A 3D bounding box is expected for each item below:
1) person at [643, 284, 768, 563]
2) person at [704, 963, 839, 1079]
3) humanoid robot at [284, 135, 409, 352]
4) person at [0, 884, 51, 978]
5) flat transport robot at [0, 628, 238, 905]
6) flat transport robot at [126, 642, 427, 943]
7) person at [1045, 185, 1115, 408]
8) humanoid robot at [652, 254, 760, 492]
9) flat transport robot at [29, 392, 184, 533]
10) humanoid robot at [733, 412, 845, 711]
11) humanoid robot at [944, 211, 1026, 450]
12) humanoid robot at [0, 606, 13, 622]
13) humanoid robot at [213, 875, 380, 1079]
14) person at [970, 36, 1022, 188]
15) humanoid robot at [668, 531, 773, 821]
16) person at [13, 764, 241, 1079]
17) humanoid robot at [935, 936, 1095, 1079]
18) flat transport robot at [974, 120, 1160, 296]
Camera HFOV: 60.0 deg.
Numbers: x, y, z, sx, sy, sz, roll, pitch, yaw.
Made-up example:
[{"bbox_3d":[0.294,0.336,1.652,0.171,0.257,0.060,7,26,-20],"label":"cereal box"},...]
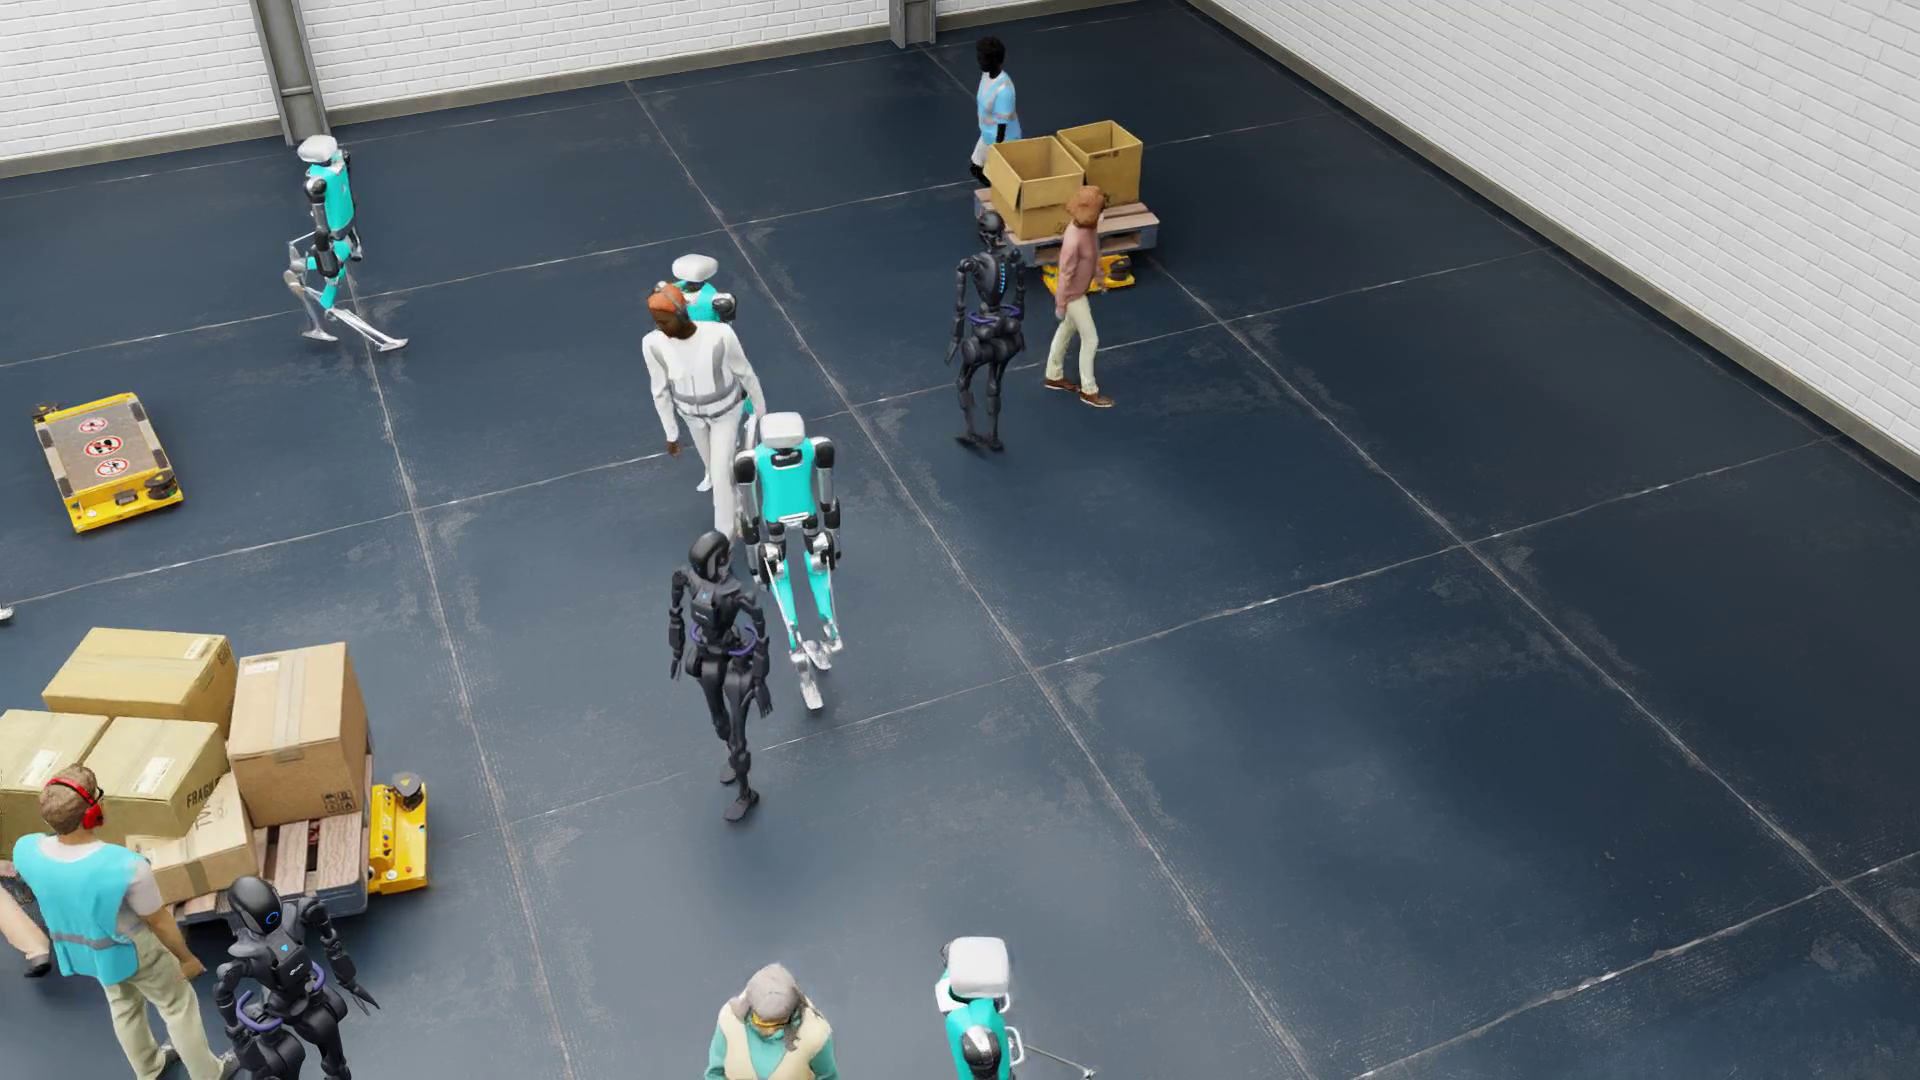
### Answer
[{"bbox_3d":[-1.518,-0.685,9.878,0.654,1.838,0.793,8,38,11],"label":"person"},{"bbox_3d":[-0.698,2.169,6.301,0.472,1.663,0.875,13,39,16],"label":"person"},{"bbox_3d":[-4.535,-2.033,11.727,1.039,1.733,0.557,5,38,6],"label":"humanoid robot"},{"bbox_3d":[-4.509,1.372,7.357,0.663,1.643,0.507,21,42,25],"label":"person"},{"bbox_3d":[-4.002,1.468,8.362,1.431,0.231,0.659,3,38,4],"label":"flat transport robot"},{"bbox_3d":[-3.395,1.557,8.247,1.431,0.231,0.659,-9,38,-11],"label":"flat transport robot"},{"bbox_3d":[0.883,-1.661,11.330,0.666,1.604,0.511,11,39,14],"label":"person"},{"bbox_3d":[-1.499,-1.073,10.444,0.531,1.754,0.698,13,39,16],"label":"humanoid robot"},{"bbox_3d":[-5.665,-0.566,11.011,0.659,0.231,1.431,-22,43,-26],"label":"flat transport robot"},{"bbox_3d":[-0.835,0.205,8.798,0.541,1.774,0.784,-11,39,-14],"label":"humanoid robot"},{"bbox_3d":[0.187,-1.347,10.872,0.605,1.636,0.369,-21,42,-25],"label":"humanoid robot"},{"bbox_3d":[-5.806,-0.183,9.300,0.849,1.752,0.553,-2,38,-2],"label":"humanoid robot"},{"bbox_3d":[-2.626,1.913,6.616,0.315,1.657,0.599,20,42,24],"label":"humanoid robot"},{"bbox_3d":[0.287,-3.198,13.270,0.381,1.672,0.553,-9,38,-11],"label":"person"},{"bbox_3d":[-1.220,0.643,8.284,0.609,1.640,0.494,17,41,21],"label":"humanoid robot"},{"bbox_3d":[-3.410,1.678,6.807,0.588,1.830,0.417,8,38,10],"label":"person"},{"bbox_3d":[0.289,2.122,6.313,0.817,1.784,0.531,-7,38,-9],"label":"humanoid robot"},{"bbox_3d":[0.824,-2.399,13.397,0.659,0.231,1.431,-11,39,-14],"label":"flat transport robot"}]
